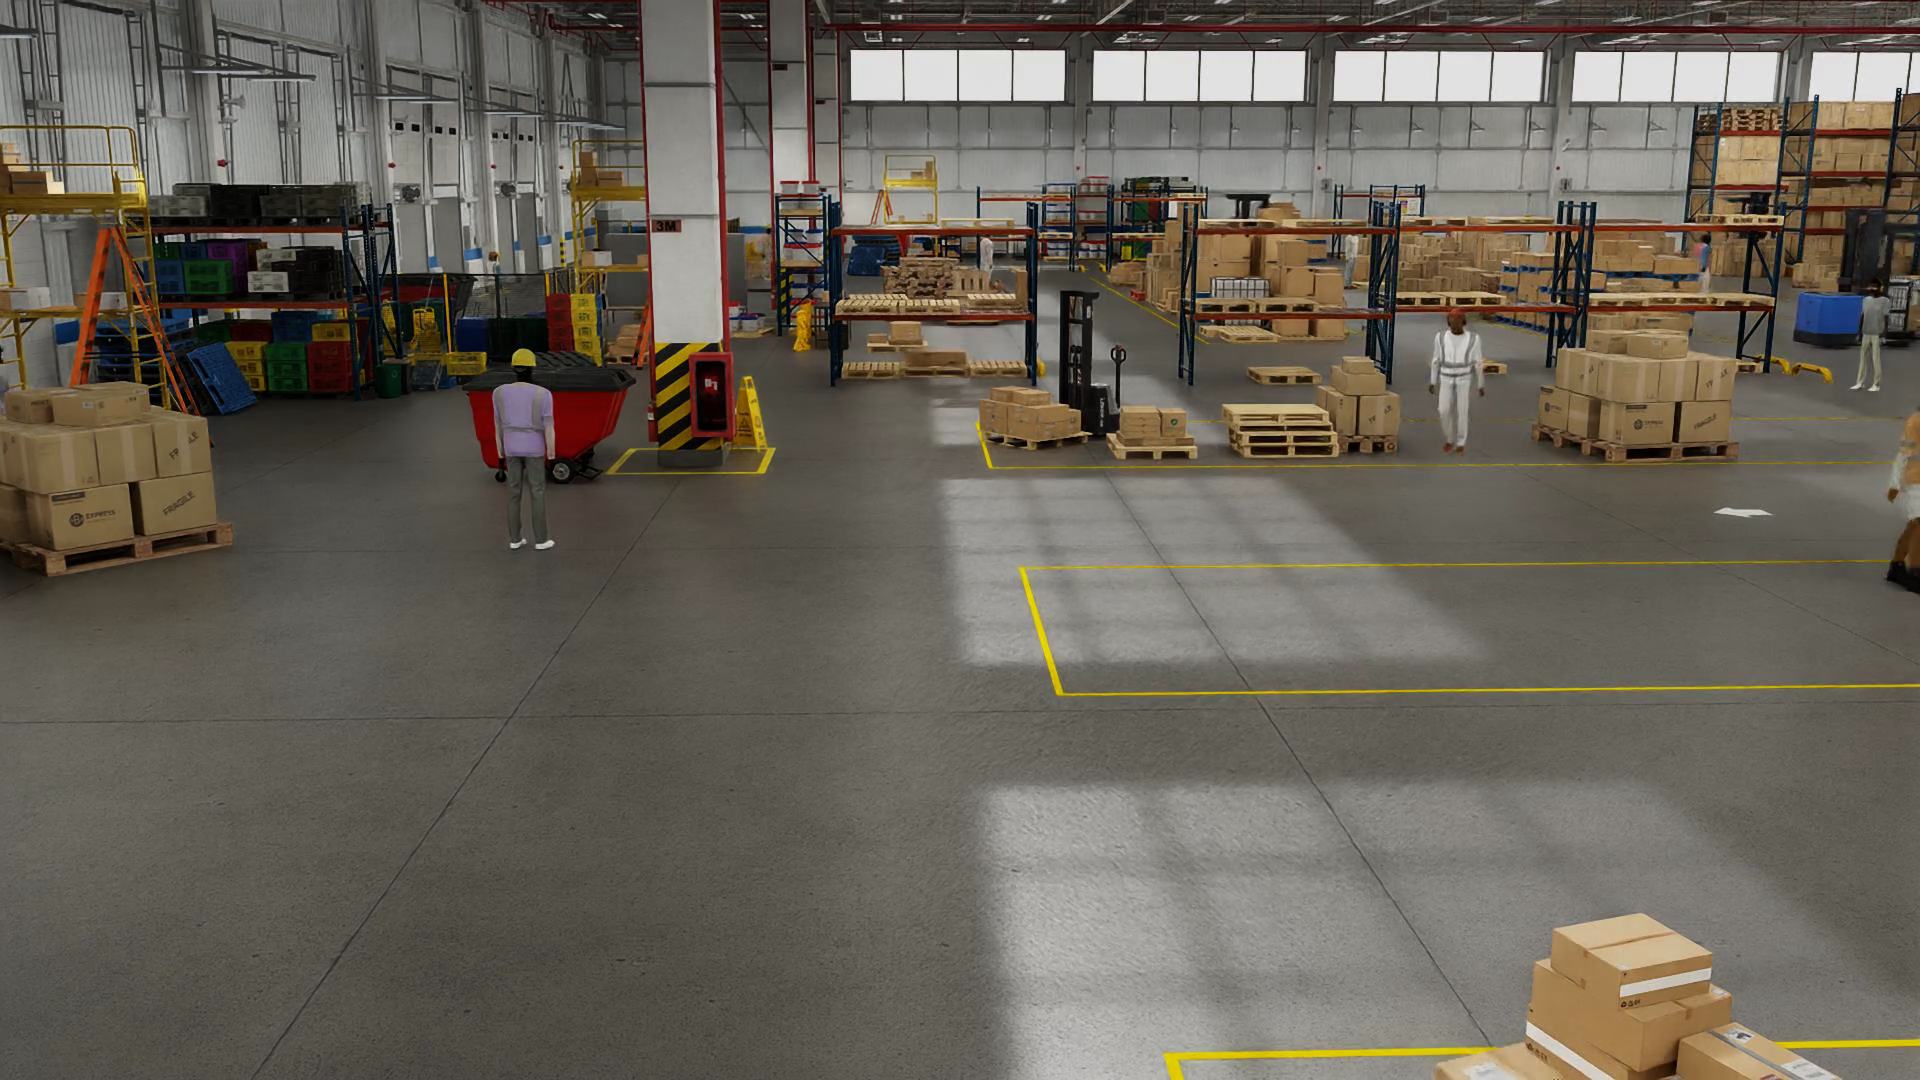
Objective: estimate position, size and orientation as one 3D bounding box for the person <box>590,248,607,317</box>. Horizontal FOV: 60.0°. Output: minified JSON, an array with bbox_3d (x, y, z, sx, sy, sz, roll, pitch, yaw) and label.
[{"bbox_3d":[-8.951,-6.350,41.080,0.535,1.700,0.318,8,15,32],"label":"person"}]

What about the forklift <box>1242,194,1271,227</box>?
[{"bbox_3d":[9.901,-10.202,55.782,1.129,2.768,1.873,-6,14,-24],"label":"forklift"}]

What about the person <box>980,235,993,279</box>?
[{"bbox_3d":[0.791,-7.992,47.951,0.356,1.937,0.638,-5,13,-21],"label":"person"}]

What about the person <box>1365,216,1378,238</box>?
[{"bbox_3d":[14.924,-10.715,60.181,0.712,1.970,0.493,0,12,1],"label":"person"}]

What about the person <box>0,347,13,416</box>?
[{"bbox_3d":[-10.291,-1.202,17.599,0.620,1.804,0.880,7,14,27],"label":"person"}]

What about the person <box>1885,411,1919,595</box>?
[{"bbox_3d":[8.261,-0.481,14.149,0.558,1.891,0.764,-4,13,-17],"label":"person"}]

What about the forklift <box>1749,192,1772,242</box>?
[{"bbox_3d":[28.937,-11.211,60.337,1.873,2.768,1.129,0,12,-2],"label":"forklift"}]

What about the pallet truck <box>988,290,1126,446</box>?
[{"bbox_3d":[1.257,-2.299,22.111,1.885,1.965,0.823,-9,15,-35],"label":"pallet truck"}]

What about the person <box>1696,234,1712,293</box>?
[{"bbox_3d":[21.150,-7.834,47.525,0.805,1.819,0.628,0,12,-1],"label":"person"}]

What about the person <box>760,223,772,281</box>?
[{"bbox_3d":[-6.307,-9.481,54.739,0.427,1.907,0.606,1,13,4],"label":"person"}]

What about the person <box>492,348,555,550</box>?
[{"bbox_3d":[-4.115,-0.855,15.785,0.581,1.919,0.393,1,13,3],"label":"person"}]

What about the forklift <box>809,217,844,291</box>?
[{"bbox_3d":[-4.375,-8.619,48.637,1.873,2.768,1.129,0,12,-2],"label":"forklift"}]

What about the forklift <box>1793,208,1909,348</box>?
[{"bbox_3d":[18.287,-5.362,33.931,1.873,2.768,1.129,0,12,-2],"label":"forklift"}]

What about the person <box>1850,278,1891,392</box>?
[{"bbox_3d":[14.924,-3.357,27.214,0.322,1.860,0.512,-7,14,-27],"label":"person"}]

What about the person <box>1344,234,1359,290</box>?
[{"bbox_3d":[11.955,-8.616,50.765,0.354,1.938,0.635,10,16,39],"label":"person"}]

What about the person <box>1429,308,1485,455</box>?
[{"bbox_3d":[6.270,-1.985,20.995,0.719,1.857,0.637,6,14,25],"label":"person"}]

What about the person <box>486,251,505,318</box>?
[{"bbox_3d":[-11.446,-6.266,40.858,0.517,1.633,0.313,10,16,38],"label":"person"}]
